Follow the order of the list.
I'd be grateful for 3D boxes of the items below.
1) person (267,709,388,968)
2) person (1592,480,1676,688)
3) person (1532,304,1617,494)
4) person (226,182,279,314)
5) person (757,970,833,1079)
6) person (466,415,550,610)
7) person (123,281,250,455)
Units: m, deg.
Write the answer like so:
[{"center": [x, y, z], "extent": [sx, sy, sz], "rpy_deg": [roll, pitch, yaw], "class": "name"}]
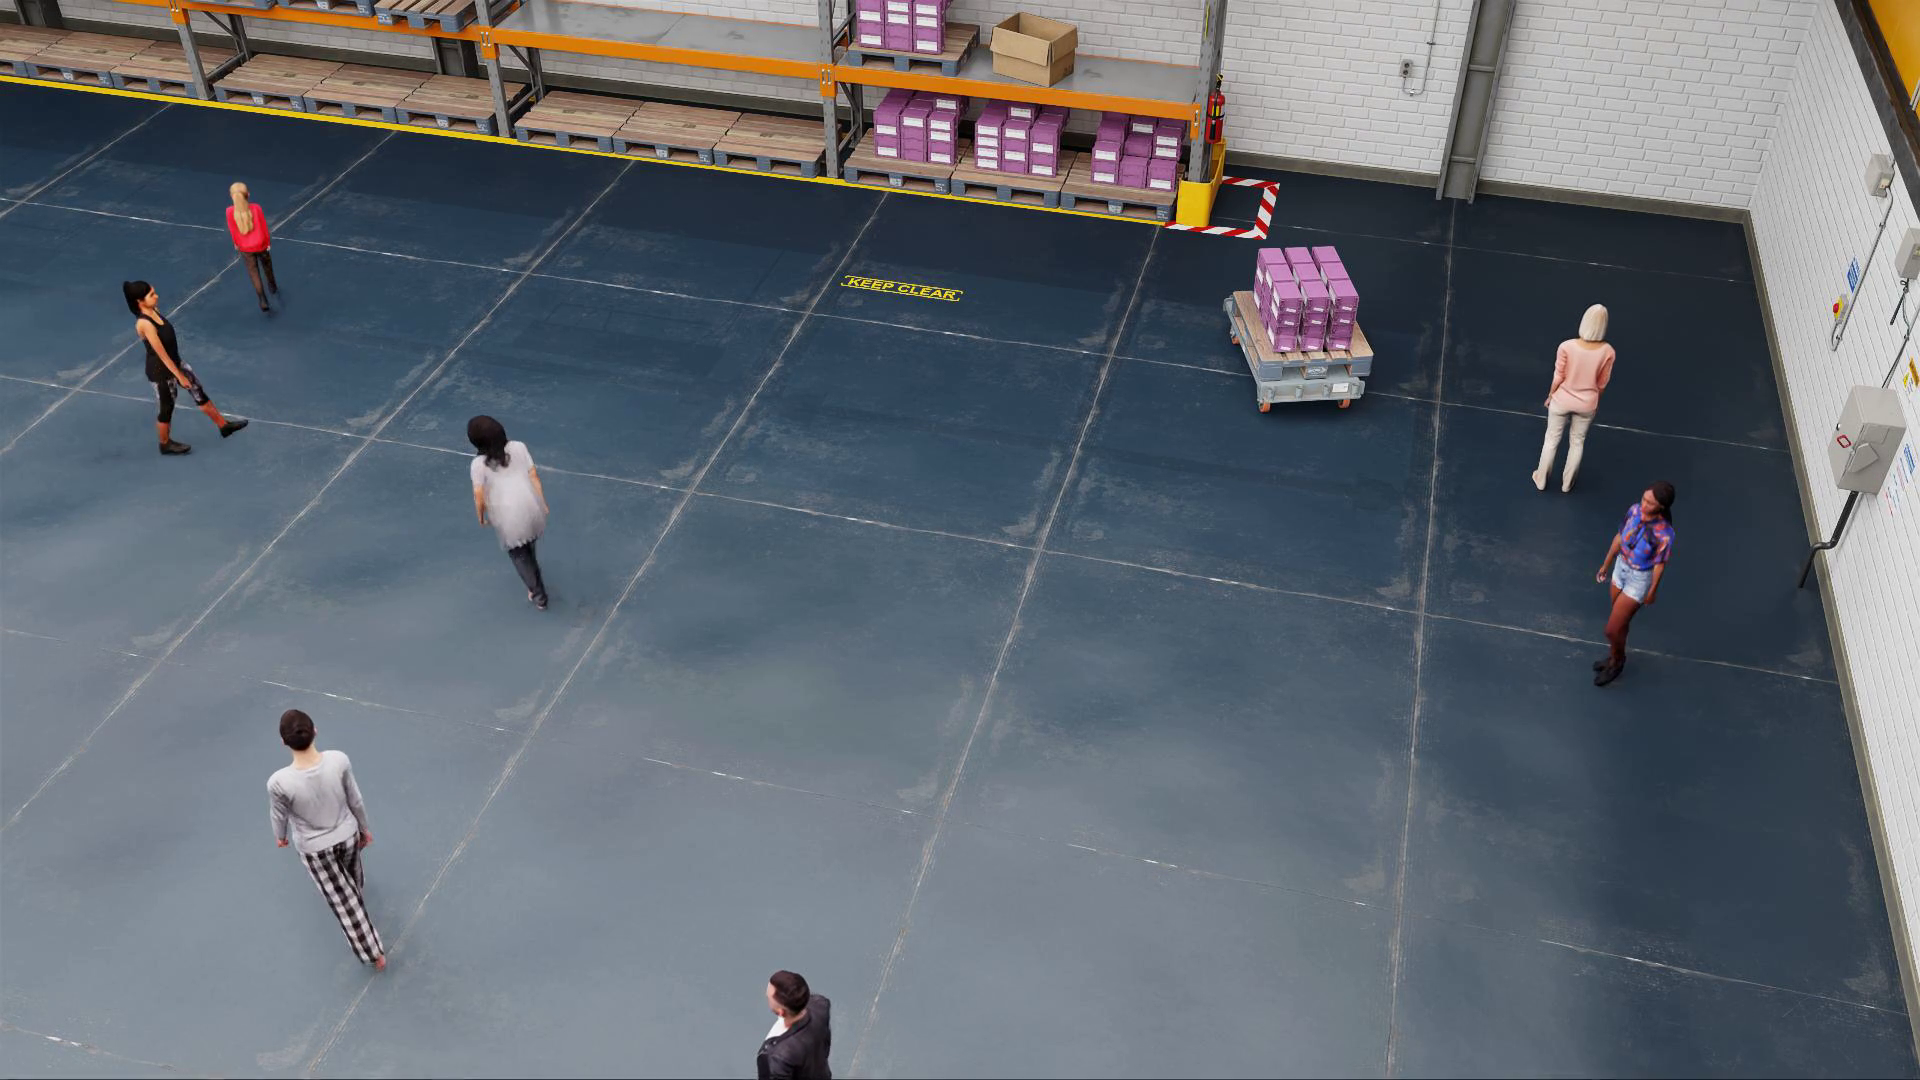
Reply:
[{"center": [-3.660, 1.802, 9.729], "extent": [1.076, 1.803, 1.222], "rpy_deg": [-27, 46, -29], "class": "person"}, {"center": [4.809, 0.268, 11.709], "extent": [0.762, 1.730, 0.713], "rpy_deg": [-11, 40, -13], "class": "person"}, {"center": [4.980, -1.139, 13.474], "extent": [0.463, 1.725, 0.664], "rpy_deg": [8, 39, 10], "class": "person"}, {"center": [-6.772, -2.798, 15.919], "extent": [0.874, 1.267, 0.898], "rpy_deg": [-17, 42, -20], "class": "person"}, {"center": [-0.800, 2.813, 8.440], "extent": [0.577, 1.833, 0.675], "rpy_deg": [16, 41, 19], "class": "person"}, {"center": [-3.277, -0.187, 12.408], "extent": [0.849, 1.568, 0.940], "rpy_deg": [-25, 45, -28], "class": "person"}, {"center": [-6.723, -1.411, 13.886], "extent": [1.074, 1.637, 0.897], "rpy_deg": [-9, 39, -11], "class": "person"}]
